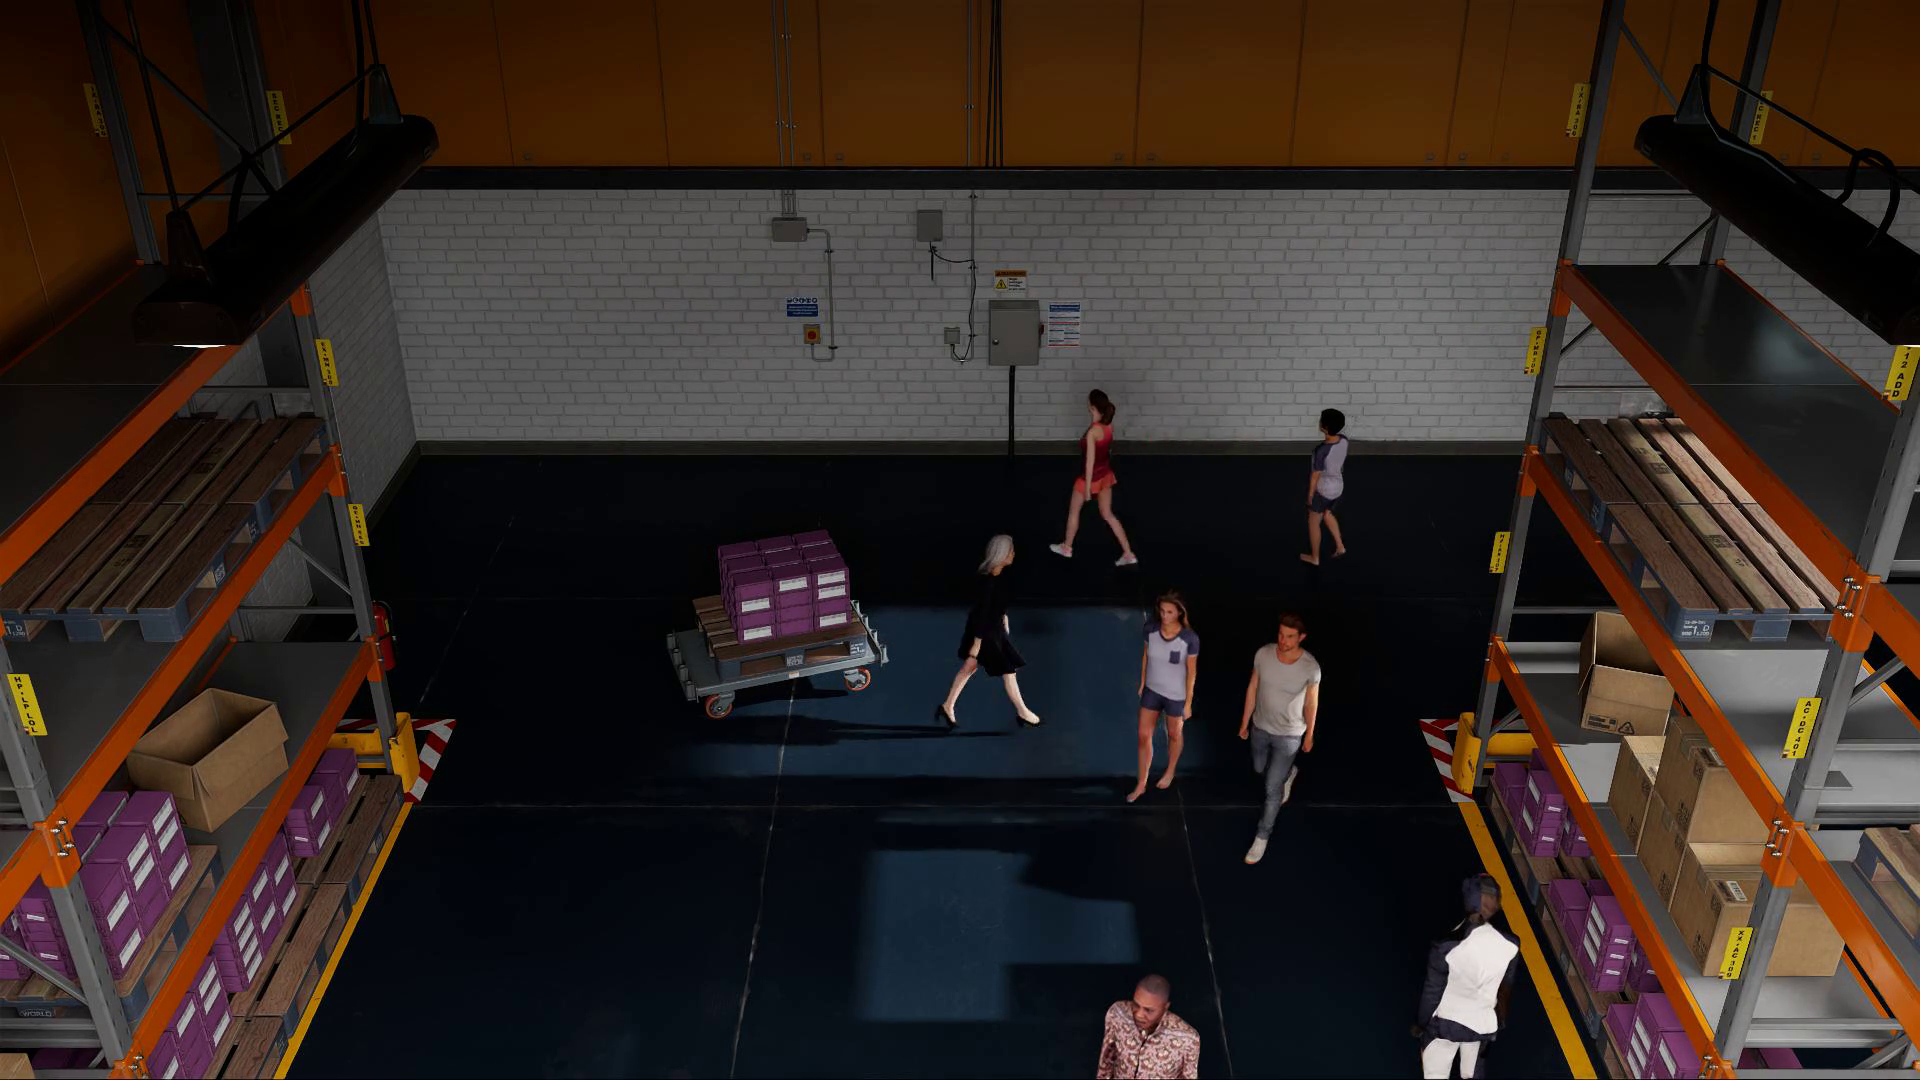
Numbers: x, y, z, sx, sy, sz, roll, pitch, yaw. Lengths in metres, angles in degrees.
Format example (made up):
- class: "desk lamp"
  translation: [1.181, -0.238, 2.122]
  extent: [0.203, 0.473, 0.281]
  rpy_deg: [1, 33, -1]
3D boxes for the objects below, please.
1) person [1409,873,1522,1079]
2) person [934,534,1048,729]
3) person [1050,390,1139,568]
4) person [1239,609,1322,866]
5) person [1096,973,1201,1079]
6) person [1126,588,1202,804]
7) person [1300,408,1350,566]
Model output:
- class: "person"
  translation: [2.728, 2.618, 9.070]
  extent: [0.713, 1.891, 0.615]
  rpy_deg: [-3, 29, -6]
- class: "person"
  translation: [0.119, 0.745, 12.700]
  extent: [0.709, 1.702, 1.060]
  rpy_deg: [5, 29, 8]
- class: "person"
  translation: [1.290, -0.509, 14.987]
  extent: [1.114, 1.714, 1.085]
  rpy_deg: [25, 37, 38]
- class: "person"
  translation: [2.238, 1.269, 11.565]
  extent: [1.092, 1.871, 1.256]
  rpy_deg: [18, 33, 30]
- class: "person"
  translation: [0.958, 2.929, 8.585]
  extent: [0.779, 1.808, 0.753]
  rpy_deg: [13, 31, 23]
- class: "person"
  translation: [1.543, 1.068, 12.094]
  extent: [0.819, 1.716, 0.909]
  rpy_deg: [15, 32, 26]
- class: "person"
  translation: [3.371, -0.453, 15.052]
  extent: [0.729, 1.553, 0.790]
  rpy_deg: [-22, 35, -34]
